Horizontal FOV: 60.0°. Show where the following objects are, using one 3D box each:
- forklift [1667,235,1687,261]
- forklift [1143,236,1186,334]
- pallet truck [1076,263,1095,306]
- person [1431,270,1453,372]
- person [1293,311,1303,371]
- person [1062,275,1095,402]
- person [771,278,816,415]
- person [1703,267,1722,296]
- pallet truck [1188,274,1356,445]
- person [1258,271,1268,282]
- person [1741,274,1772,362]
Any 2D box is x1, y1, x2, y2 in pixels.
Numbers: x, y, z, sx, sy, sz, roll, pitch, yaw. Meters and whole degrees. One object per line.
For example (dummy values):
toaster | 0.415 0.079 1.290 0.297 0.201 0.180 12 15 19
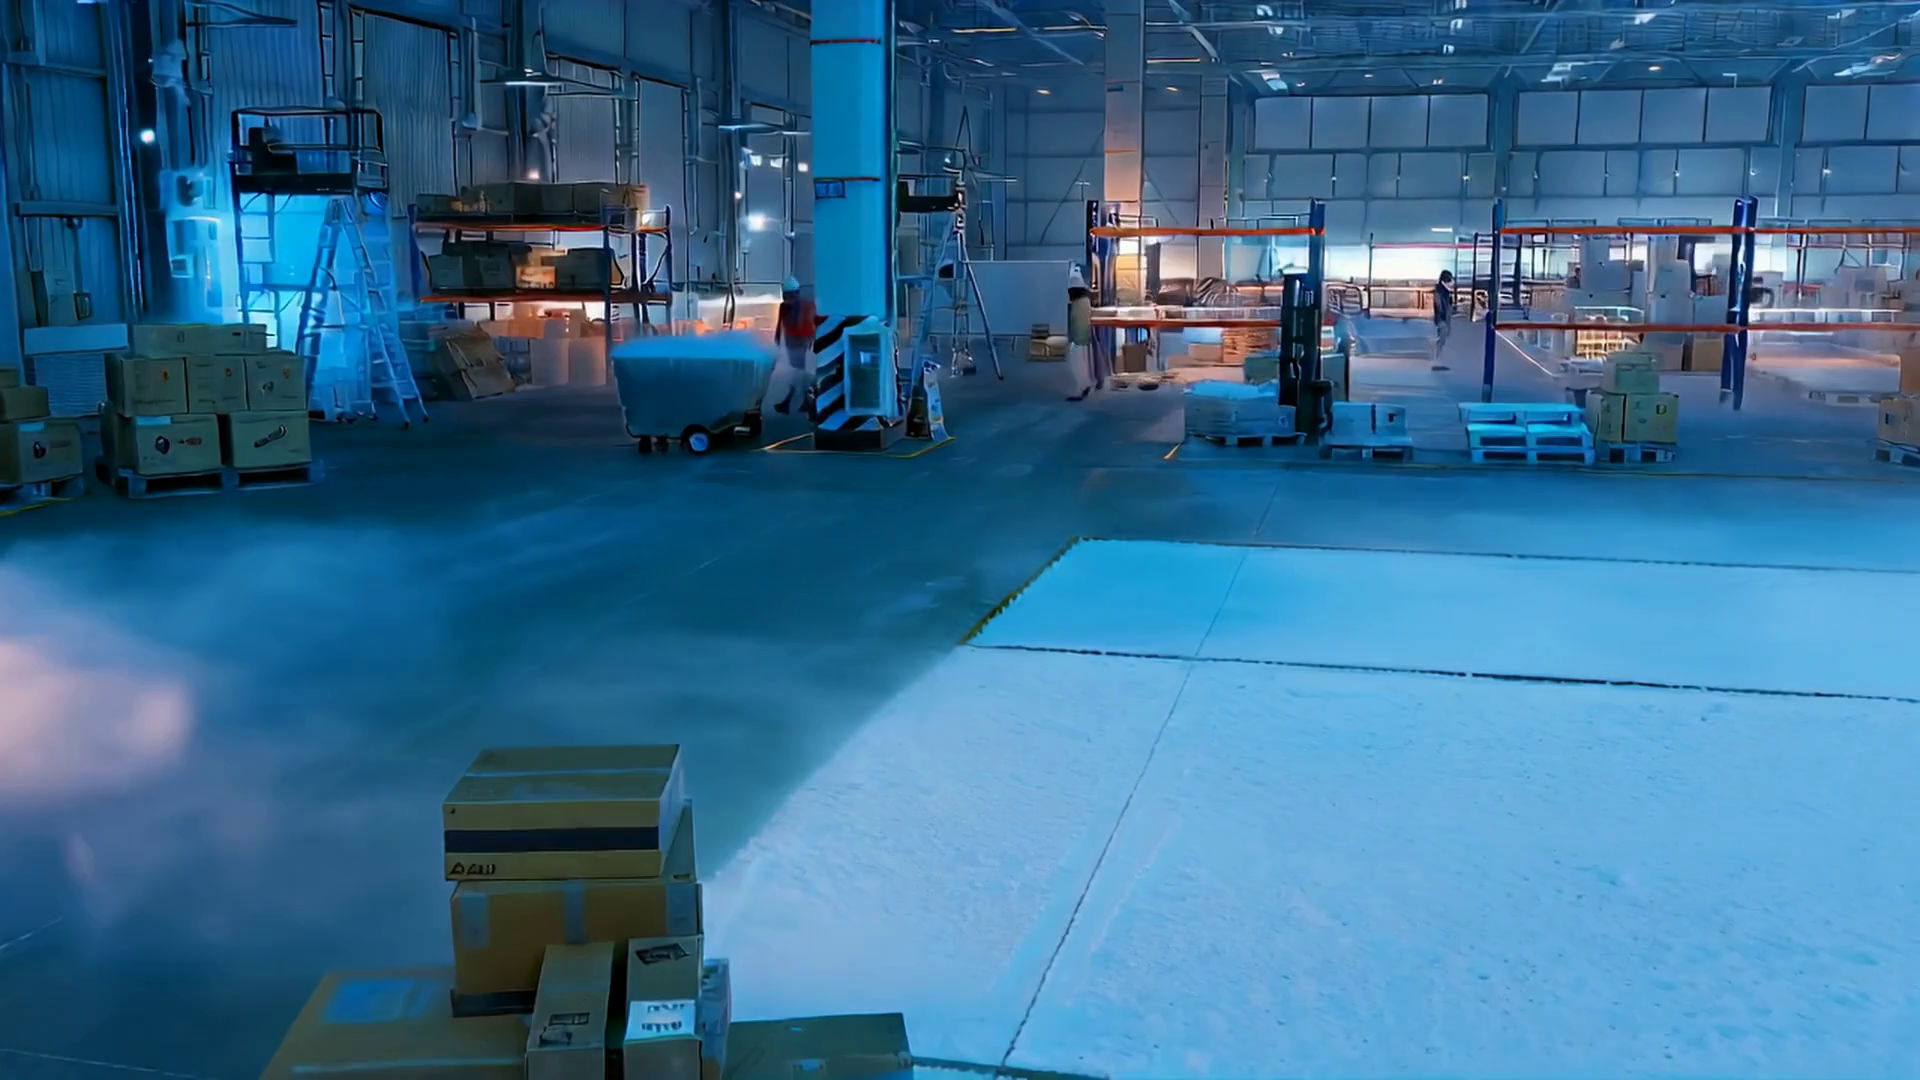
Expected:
forklift | 21.023 -7.585 49.067 1.873 2.768 1.129 1 10 5
forklift | 5.411 -7.233 46.991 1.873 2.768 1.129 2 10 14
pallet truck | 4.325 -8.180 55.162 0.823 1.965 1.885 6 11 31
person | 9.242 -4.191 31.877 0.374 1.933 0.639 6 11 32
person | 6.624 -4.100 31.917 0.323 1.736 0.488 6 11 31
person | 1.782 -3.025 25.068 0.458 1.908 0.605 -3 10 -19
person | -2.346 -2.683 23.123 0.568 1.882 0.988 8 12 38
person | 22.900 -7.358 50.672 0.407 1.886 0.700 -4 11 -24
pallet truck | 3.653 -2.138 19.590 1.885 1.965 0.823 -4 10 -20
person | 10.879 -8.758 59.453 0.533 1.697 0.318 -6 11 -30
person | 16.506 -4.587 34.499 0.430 1.830 0.626 -9 13 -43
